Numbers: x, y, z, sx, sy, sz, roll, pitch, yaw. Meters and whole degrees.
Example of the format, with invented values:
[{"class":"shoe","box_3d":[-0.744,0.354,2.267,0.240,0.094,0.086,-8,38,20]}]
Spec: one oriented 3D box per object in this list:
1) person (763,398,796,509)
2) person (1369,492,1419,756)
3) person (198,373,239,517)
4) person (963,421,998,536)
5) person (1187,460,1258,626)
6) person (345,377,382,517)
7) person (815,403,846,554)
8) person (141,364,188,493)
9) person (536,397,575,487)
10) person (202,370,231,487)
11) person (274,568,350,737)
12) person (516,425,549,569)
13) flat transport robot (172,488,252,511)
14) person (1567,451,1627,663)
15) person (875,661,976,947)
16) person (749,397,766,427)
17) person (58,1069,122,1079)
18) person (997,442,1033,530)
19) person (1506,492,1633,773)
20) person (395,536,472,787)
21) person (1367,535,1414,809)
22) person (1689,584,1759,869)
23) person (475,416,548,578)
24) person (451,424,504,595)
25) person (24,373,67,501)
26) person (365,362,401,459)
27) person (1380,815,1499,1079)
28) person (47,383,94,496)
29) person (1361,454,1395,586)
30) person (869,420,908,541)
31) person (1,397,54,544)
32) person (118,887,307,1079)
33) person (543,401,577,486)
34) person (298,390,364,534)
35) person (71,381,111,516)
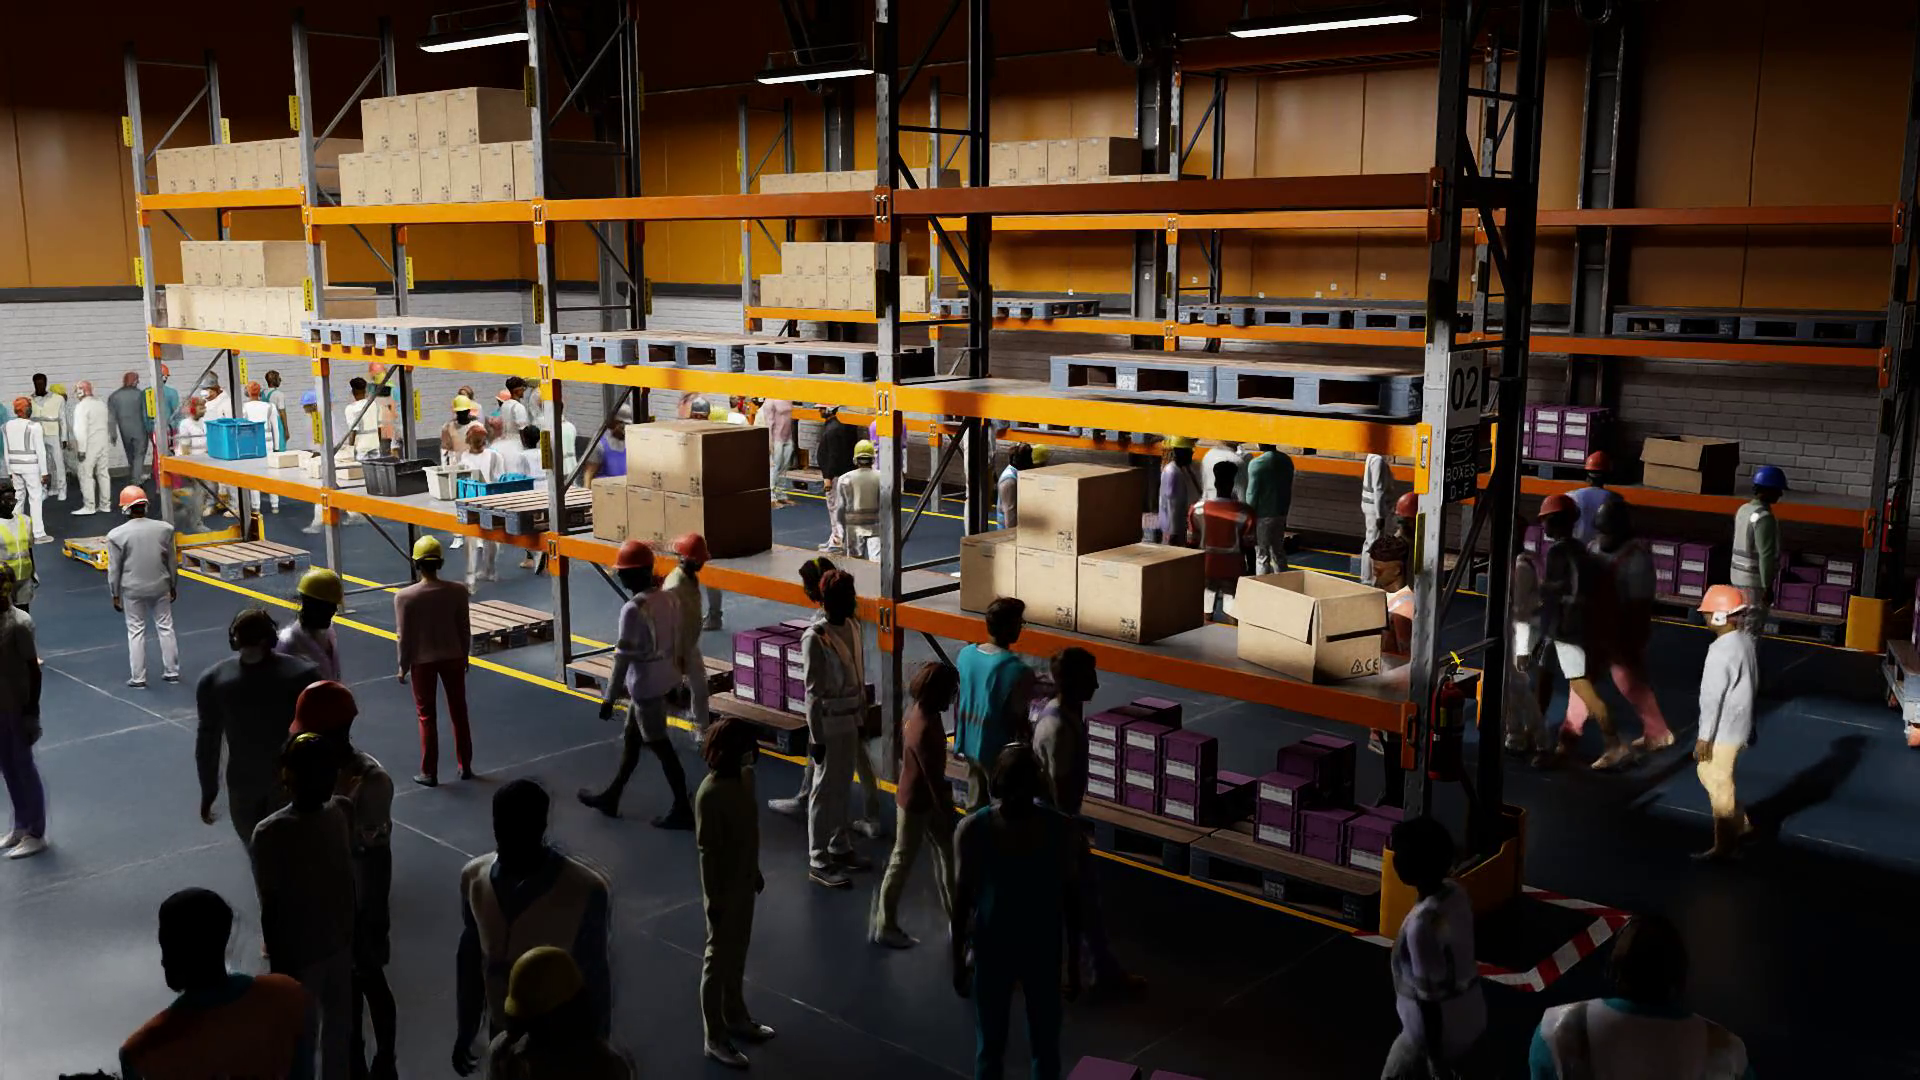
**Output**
[{"class":"person","box_3d":[-2.605,-1.428,24.054,0.354,1.936,0.635,5,11,26]},{"class":"person","box_3d":[3.307,0.619,12.354,0.618,1.986,0.408,-6,12,-31]},{"class":"person","box_3d":[-10.418,-1.326,23.187,0.687,2.000,0.535,3,10,15]},{"class":"person","box_3d":[0.271,-0.863,20.831,0.400,1.949,0.605,8,13,38]},{"class":"person","box_3d":[2.252,0.287,14.305,0.605,1.957,0.363,3,10,17]},{"class":"person","box_3d":[-8.324,-1.298,23.240,0.363,1.962,0.612,5,11,26]},{"class":"person","box_3d":[-1.583,-0.816,20.432,0.376,1.995,0.609,0,10,-2]},{"class":"person","box_3d":[-12.163,-1.697,25.426,0.609,1.991,0.384,1,10,5]},{"class":"person","box_3d":[-5.850,-1.275,24.096,0.516,1.618,0.530,3,11,19]},{"class":"person","box_3d":[-11.144,-1.582,24.957,0.632,1.932,0.367,8,13,37]},{"class":"person","box_3d":[-3.885,1.099,9.875,0.560,1.897,0.633,0,10,1]},{"class":"person","box_3d":[-4.992,-0.504,19.513,0.318,1.697,0.535,10,14,44]},{"class":"flat transport robot","box_3d":[-10.931,-0.620,24.196,1.431,0.197,0.652,9,13,42]},{"class":"person","box_3d":[5.739,0.177,15.097,0.552,1.895,0.377,5,11,27]},{"class":"person","box_3d":[-0.108,1.424,8.882,0.779,1.596,0.505,2,10,9]},{"class":"person","box_3d":[-2.914,-1.399,24.451,0.354,1.740,0.570,-3,10,-14]},{"class":"person","box_3d":[-2.019,2.153,3.875,1.004,1.912,0.632,3,11,18]},{"class":"person","box_3d":[0.591,-0.069,16.648,0.429,1.841,0.634,2,10,12]},{"class":"person","box_3d":[4.494,0.664,12.161,0.993,1.986,0.694,7,12,33]},{"class":"person","box_3d":[-3.689,0.847,11.676,0.523,1.769,0.324,-7,12,-34]},{"class":"person","box_3d":[2.758,0.933,10.649,0.374,1.959,0.603,1,10,5]},{"class":"person","box_3d":[4.643,1.132,10.140,0.420,1.733,0.583,8,13,40]},{"class":"person","box_3d":[-5.169,-0.481,18.891,0.813,1.880,0.647,1,10,8]},{"class":"person","box_3d":[-5.292,-0.374,18.345,0.577,1.851,0.924,-2,10,-12]},{"class":"person","box_3d":[-13.577,-1.529,24.721,0.585,1.910,0.394,-3,10,-16]},{"class":"person","box_3d":[-8.885,-1.743,25.582,0.608,2.033,0.426,2,10,12]},{"class":"person","box_3d":[1.772,1.841,6.359,0.913,1.637,0.563,8,13,37]},{"class":"person","box_3d":[-13.688,-1.543,25.388,0.763,1.720,0.500,-9,14,-43]},{"class":"person","box_3d":[4.495,-0.312,17.899,0.339,1.882,0.581,2,10,9]},{"class":"person","box_3d":[-0.888,-0.918,21.212,0.551,1.928,0.401,-7,12,-34]},{"class":"person","box_3d":[-11.876,-0.881,21.156,0.574,1.876,0.354,2,10,11]},{"class":"person","box_3d":[-2.148,1.969,4.972,0.735,1.898,0.598,6,12,30]},{"class":"person","box_3d":[-4.955,-0.812,20.673,0.391,1.911,0.584,3,11,18]},{"class":"person","box_3d":[-8.384,-1.058,22.112,0.929,1.900,0.642,-9,14,-42]},{"class":"person","box_3d":[-12.274,-1.290,23.452,0.431,1.889,0.687,0,10,0]}]
